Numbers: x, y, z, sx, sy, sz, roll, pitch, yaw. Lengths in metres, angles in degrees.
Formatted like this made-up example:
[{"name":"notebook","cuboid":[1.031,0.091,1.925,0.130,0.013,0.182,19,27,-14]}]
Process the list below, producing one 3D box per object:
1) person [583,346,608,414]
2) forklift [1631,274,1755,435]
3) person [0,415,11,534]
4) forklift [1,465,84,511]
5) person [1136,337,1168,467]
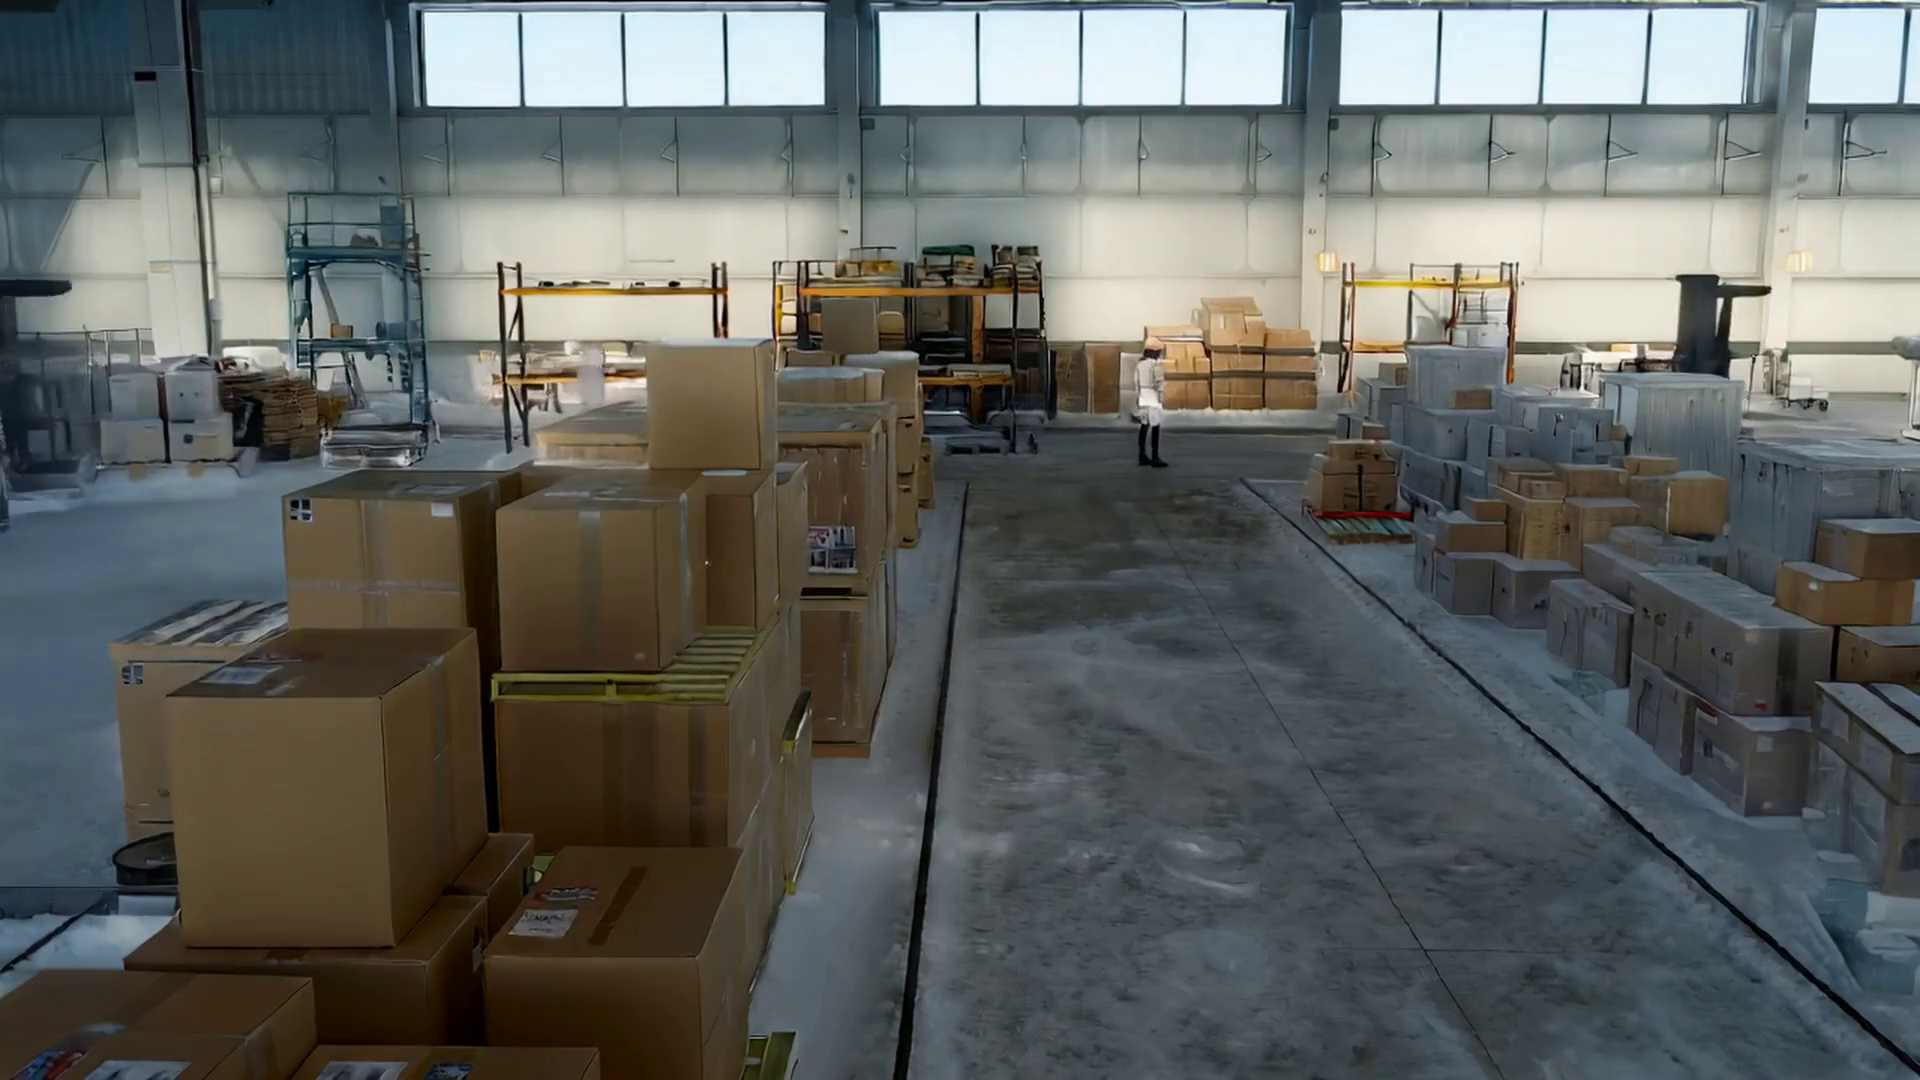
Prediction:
[{"name":"person","cuboid":[-5.018,-1.683,22.633,0.891,1.914,0.637,-2,10,-13]},{"name":"forklift","cuboid":[12.895,-3.275,29.251,1.873,2.768,1.129,0,9,1]},{"name":"person","cuboid":[-10.868,-0.994,18.593,0.342,1.881,0.582,-4,10,-21]},{"name":"forklift","cuboid":[-11.895,-1.760,20.180,1.873,2.768,1.129,-3,10,-18]},{"name":"person","cuboid":[2.858,-2.047,24.713,0.355,1.938,0.545,-8,12,-39]}]
